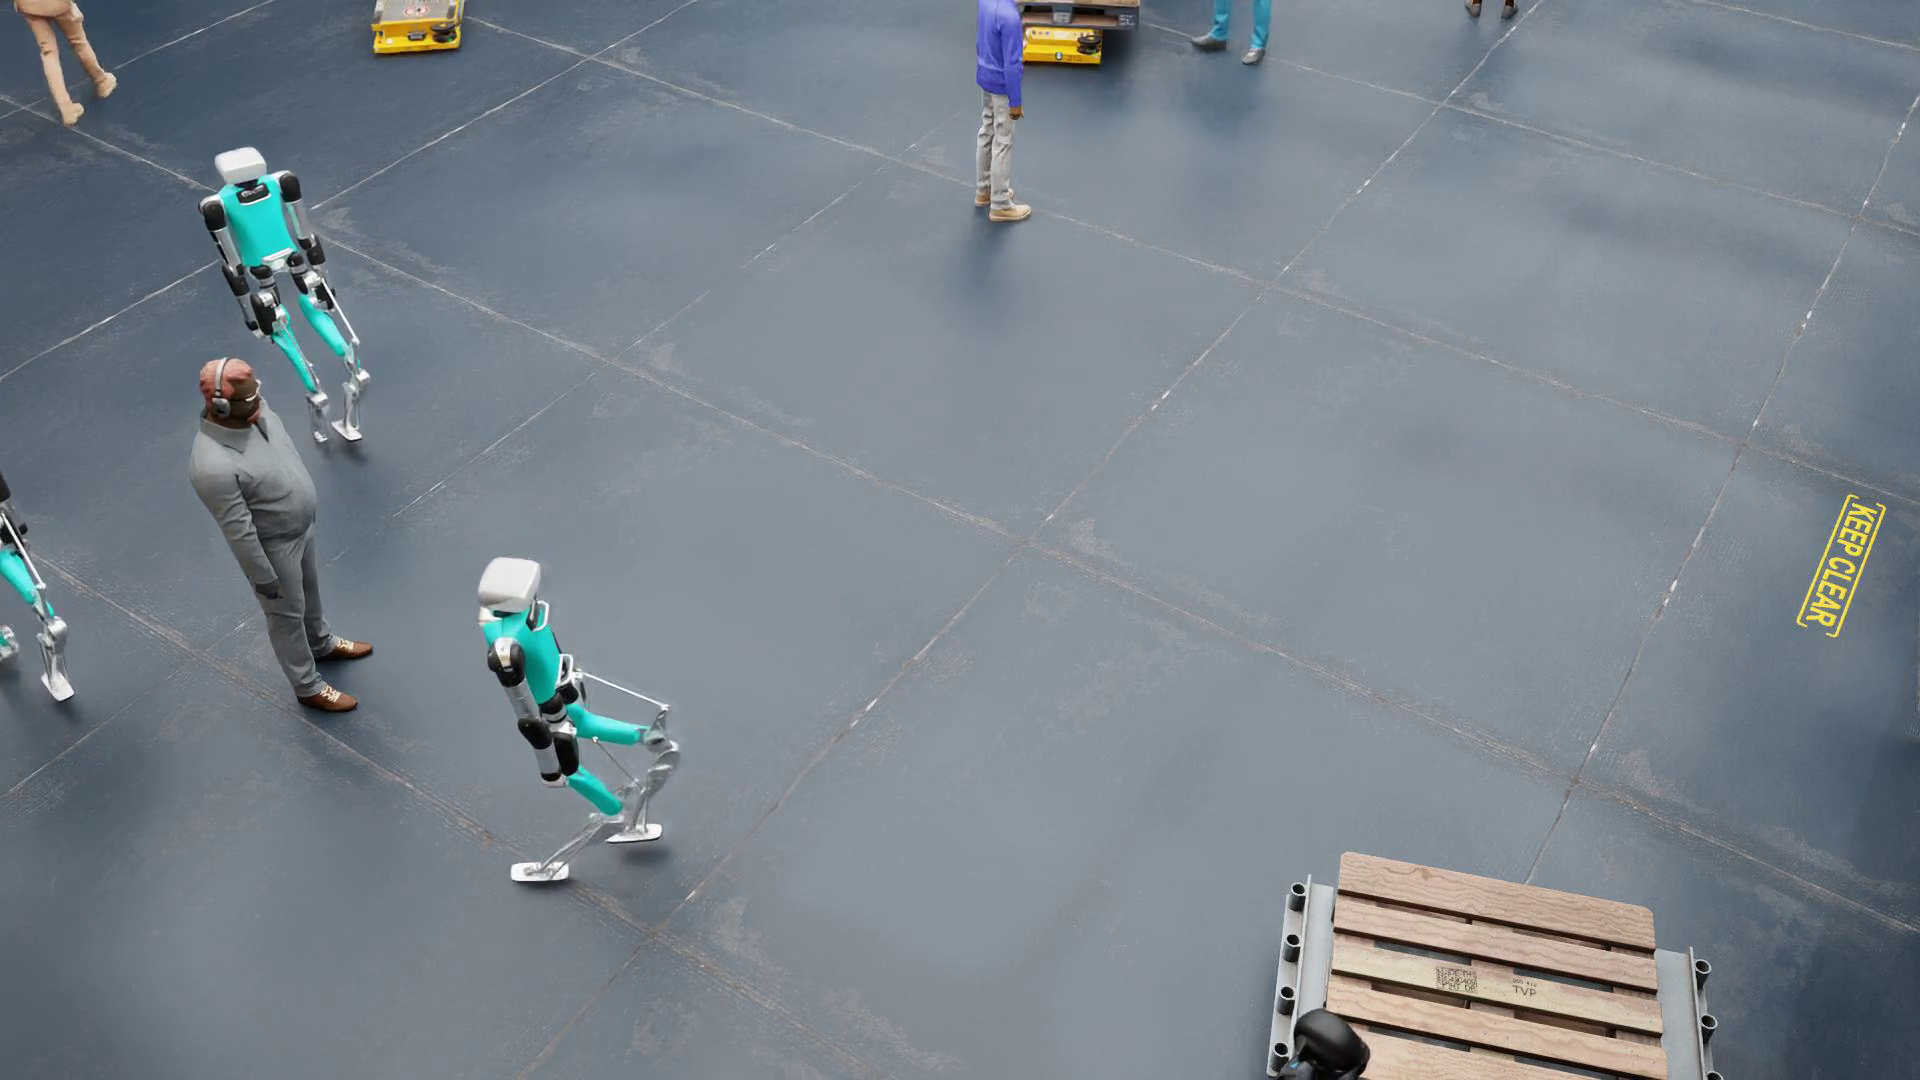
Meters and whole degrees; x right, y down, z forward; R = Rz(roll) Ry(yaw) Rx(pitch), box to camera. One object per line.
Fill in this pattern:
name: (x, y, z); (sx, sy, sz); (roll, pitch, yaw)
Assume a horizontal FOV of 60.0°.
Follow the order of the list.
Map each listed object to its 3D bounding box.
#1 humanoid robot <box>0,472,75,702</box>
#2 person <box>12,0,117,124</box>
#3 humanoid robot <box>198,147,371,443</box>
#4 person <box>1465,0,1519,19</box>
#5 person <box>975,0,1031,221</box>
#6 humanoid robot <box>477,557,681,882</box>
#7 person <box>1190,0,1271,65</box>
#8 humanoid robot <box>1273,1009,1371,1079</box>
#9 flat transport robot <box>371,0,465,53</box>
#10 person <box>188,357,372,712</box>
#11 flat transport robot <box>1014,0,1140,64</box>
humanoid robot: (-4.464, 0.092, 7.566); (0.982, 1.734, 0.542); (33, 51, 32)
person: (-6.659, -3.946, 12.110); (0.507, 1.713, 0.743); (-3, 42, -3)
humanoid robot: (-3.536, -1.190, 9.000); (0.530, 1.769, 0.820); (-32, 51, -31)
person: (4.406, -5.117, 13.252); (0.553, 1.941, 0.427); (10, 43, 11)
person: (0.293, -3.000, 10.937); (0.361, 1.869, 0.468); (-16, 44, -17)
humanoid robot: (-1.532, 0.761, 6.818); (0.967, 1.735, 0.545); (-3, 42, -4)
person: (2.159, -4.547, 12.714); (0.596, 1.811, 0.559); (-12, 43, -14)
humanoid robot: (1.104, 2.066, 5.413); (0.337, 1.647, 0.584); (31, 50, 30)
flat transport robot: (-4.439, -4.414, 13.719); (0.659, 0.231, 1.431); (-6, 42, -7)
person: (-3.098, -0.026, 7.583); (0.413, 1.905, 0.640); (-2, 42, -2)
flat transport robot: (0.856, -4.294, 13.584); (0.659, 0.231, 1.431); (4, 42, 5)
